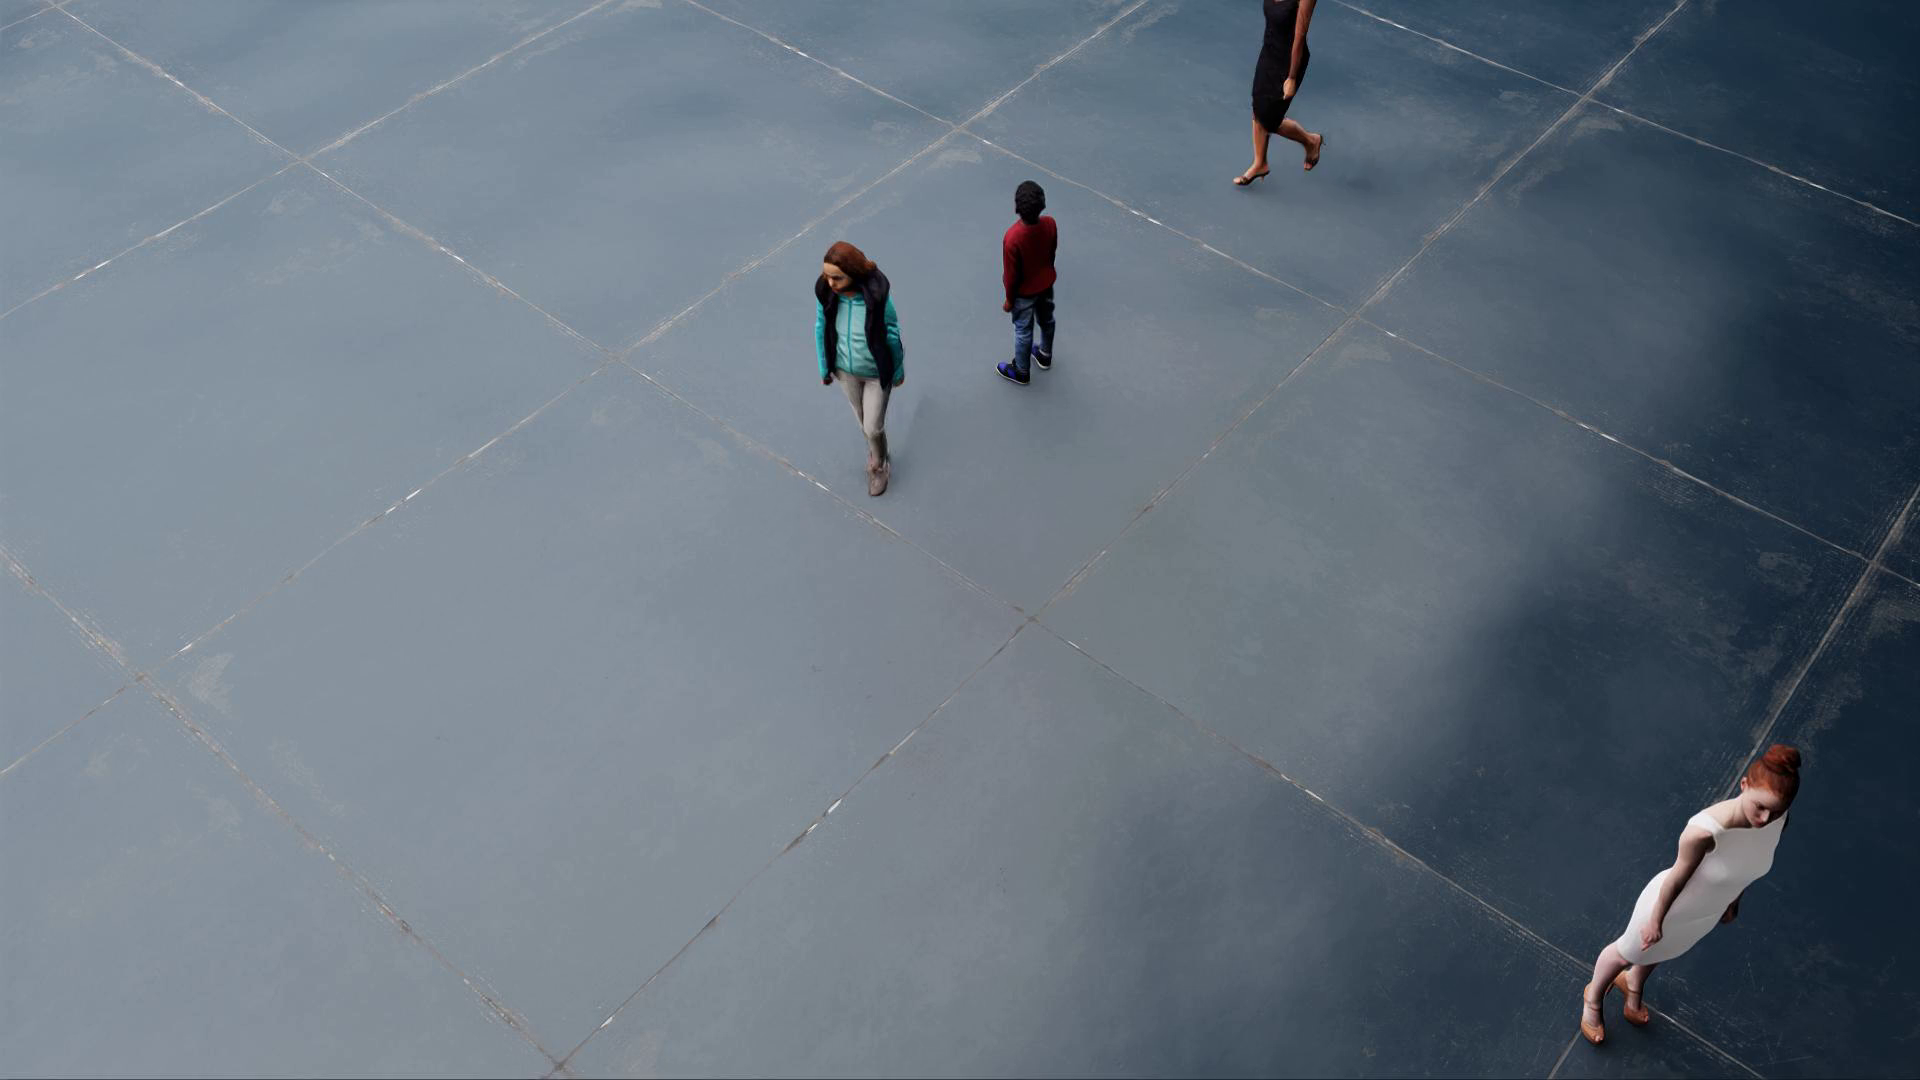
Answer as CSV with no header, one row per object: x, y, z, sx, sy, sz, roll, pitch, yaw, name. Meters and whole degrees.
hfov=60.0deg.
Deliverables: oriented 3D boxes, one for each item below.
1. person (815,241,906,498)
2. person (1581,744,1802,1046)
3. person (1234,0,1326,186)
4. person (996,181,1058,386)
-0.462,-0.922,8.293,0.706,1.478,0.765,11,48,10,person
2.624,1.305,6.019,0.591,1.793,0.696,-13,49,-12,person
1.987,-2.837,9.890,0.912,1.731,0.825,-11,48,-10,person
0.384,-1.371,8.860,0.466,1.254,0.598,-32,55,-26,person
